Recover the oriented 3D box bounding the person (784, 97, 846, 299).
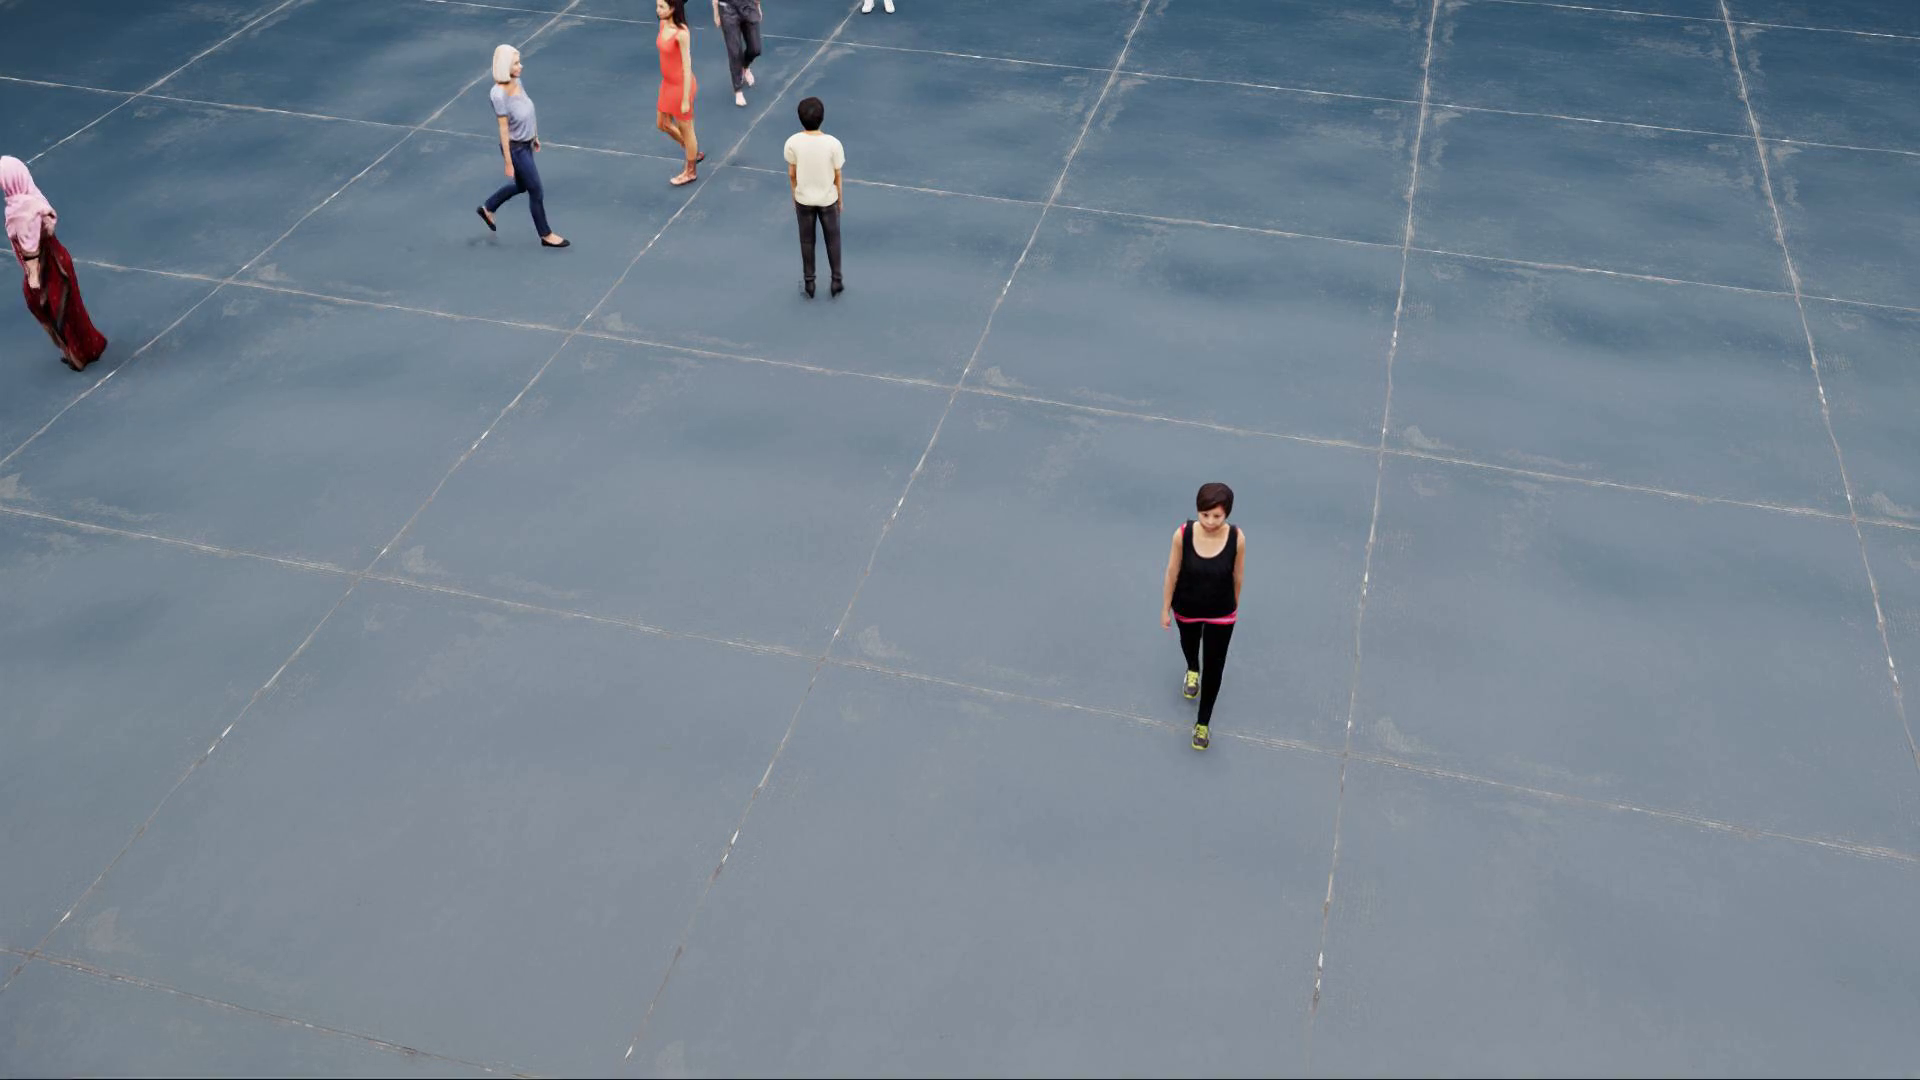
[{"bbox_3d":[-1.080,-2.572,12.556,0.642,1.588,0.567,0,38,0],"label":"person"}]

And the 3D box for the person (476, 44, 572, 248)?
[{"bbox_3d":[-3.565,-3.093,13.133,0.753,1.697,0.969,3,38,4],"label":"person"}]

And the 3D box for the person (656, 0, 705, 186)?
[{"bbox_3d":[-2.316,-3.840,14.075,0.774,1.712,0.734,-28,46,-31],"label":"person"}]

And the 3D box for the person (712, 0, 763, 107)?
[{"bbox_3d":[-2.086,-4.918,15.440,0.865,1.728,0.941,-16,41,-19],"label":"person"}]

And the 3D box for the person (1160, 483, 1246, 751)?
[{"bbox_3d":[1.317,0.292,8.952,0.578,1.517,0.955,7,39,9],"label":"person"}]

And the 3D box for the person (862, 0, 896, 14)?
[{"bbox_3d":[-0.864,-6.407,17.306,0.671,1.775,0.632,-2,38,-2],"label":"person"}]

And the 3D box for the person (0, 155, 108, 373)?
[{"bbox_3d":[-6.366,-1.968,11.739,0.861,1.643,0.789,-15,40,-18],"label":"person"}]
